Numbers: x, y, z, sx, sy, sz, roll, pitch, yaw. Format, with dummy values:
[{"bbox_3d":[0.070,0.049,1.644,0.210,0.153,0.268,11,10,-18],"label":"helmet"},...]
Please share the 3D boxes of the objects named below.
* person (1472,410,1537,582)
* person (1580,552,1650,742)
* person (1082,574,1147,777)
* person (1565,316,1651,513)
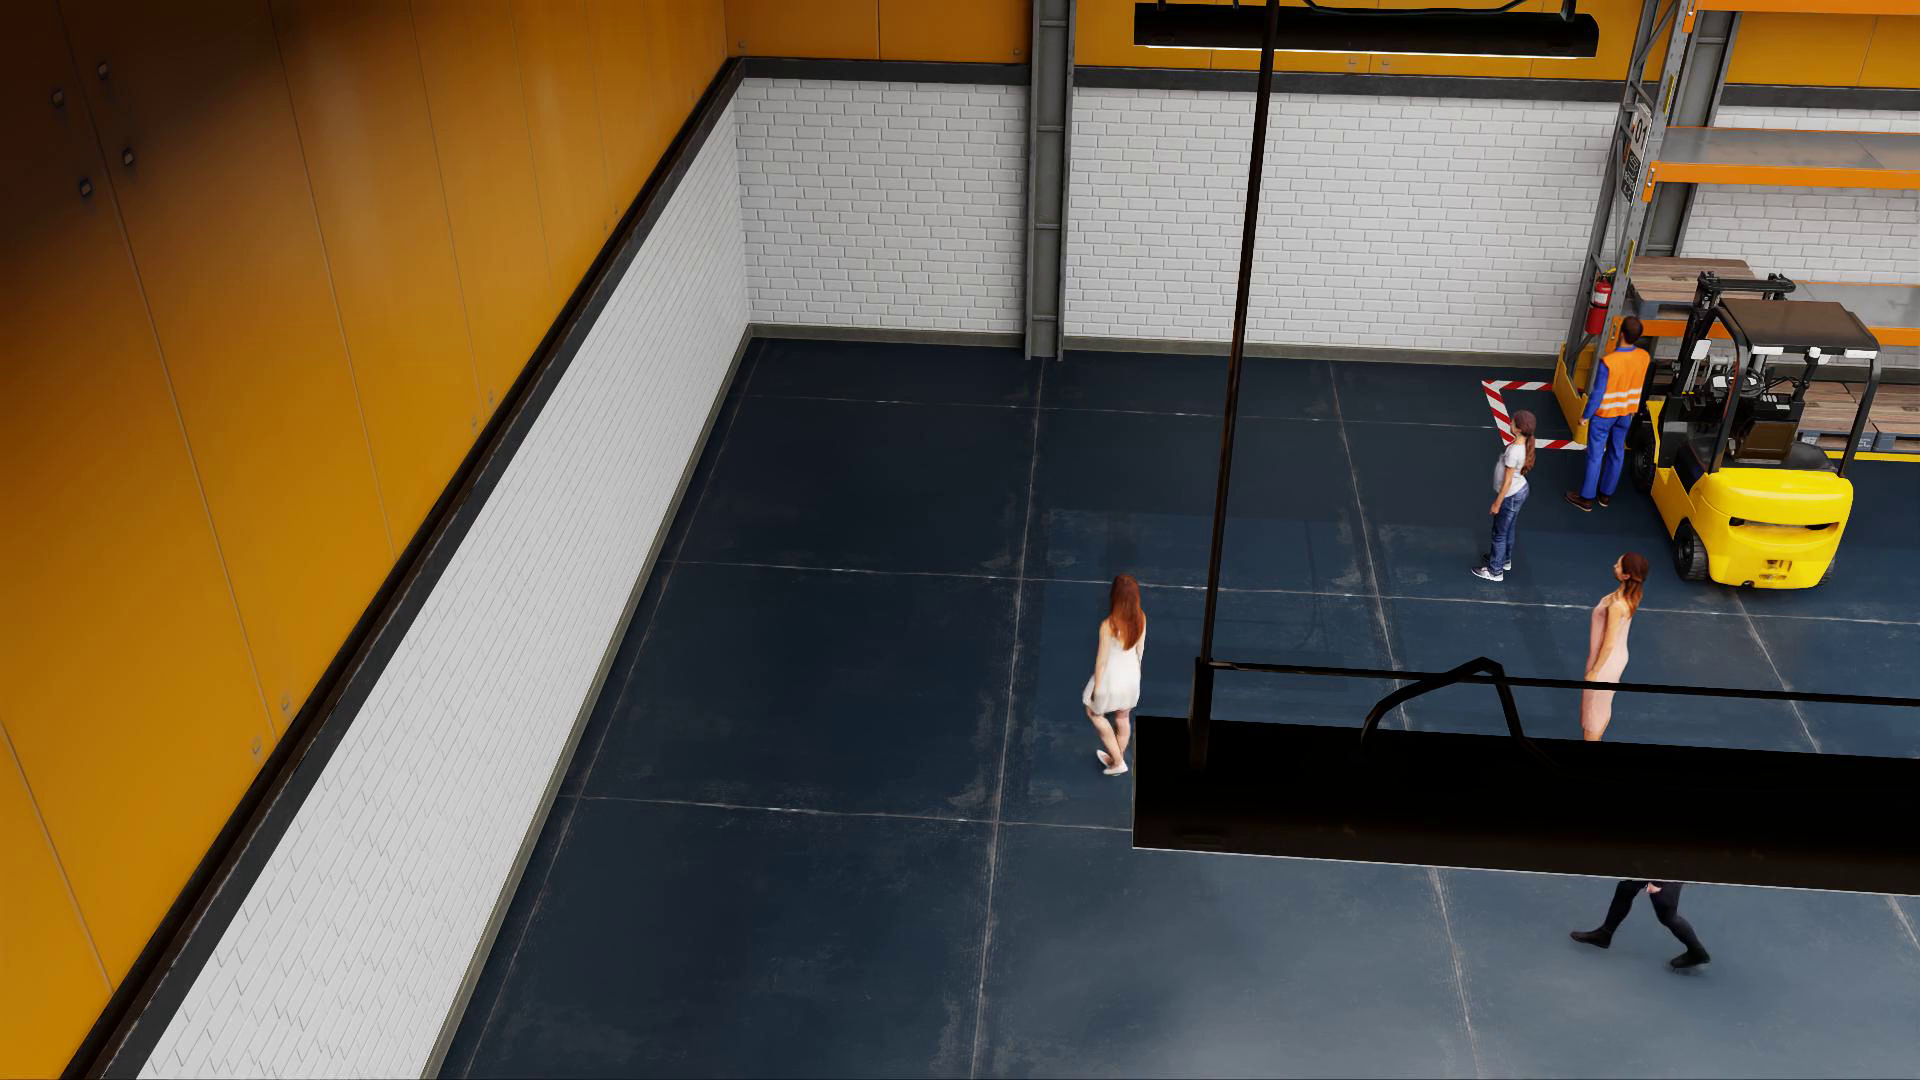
[{"bbox_3d":[4.573,-0.388,13.844,0.655,1.562,0.624,23,40,30],"label":"person"},{"bbox_3d":[4.558,0.863,11.718,0.680,1.831,0.672,22,40,30],"label":"person"},{"bbox_3d":[1.145,1.011,11.608,0.747,1.708,0.802,-17,37,-24],"label":"person"},{"bbox_3d":[5.743,-1.118,14.671,0.689,1.863,0.832,-10,35,-14],"label":"person"}]
